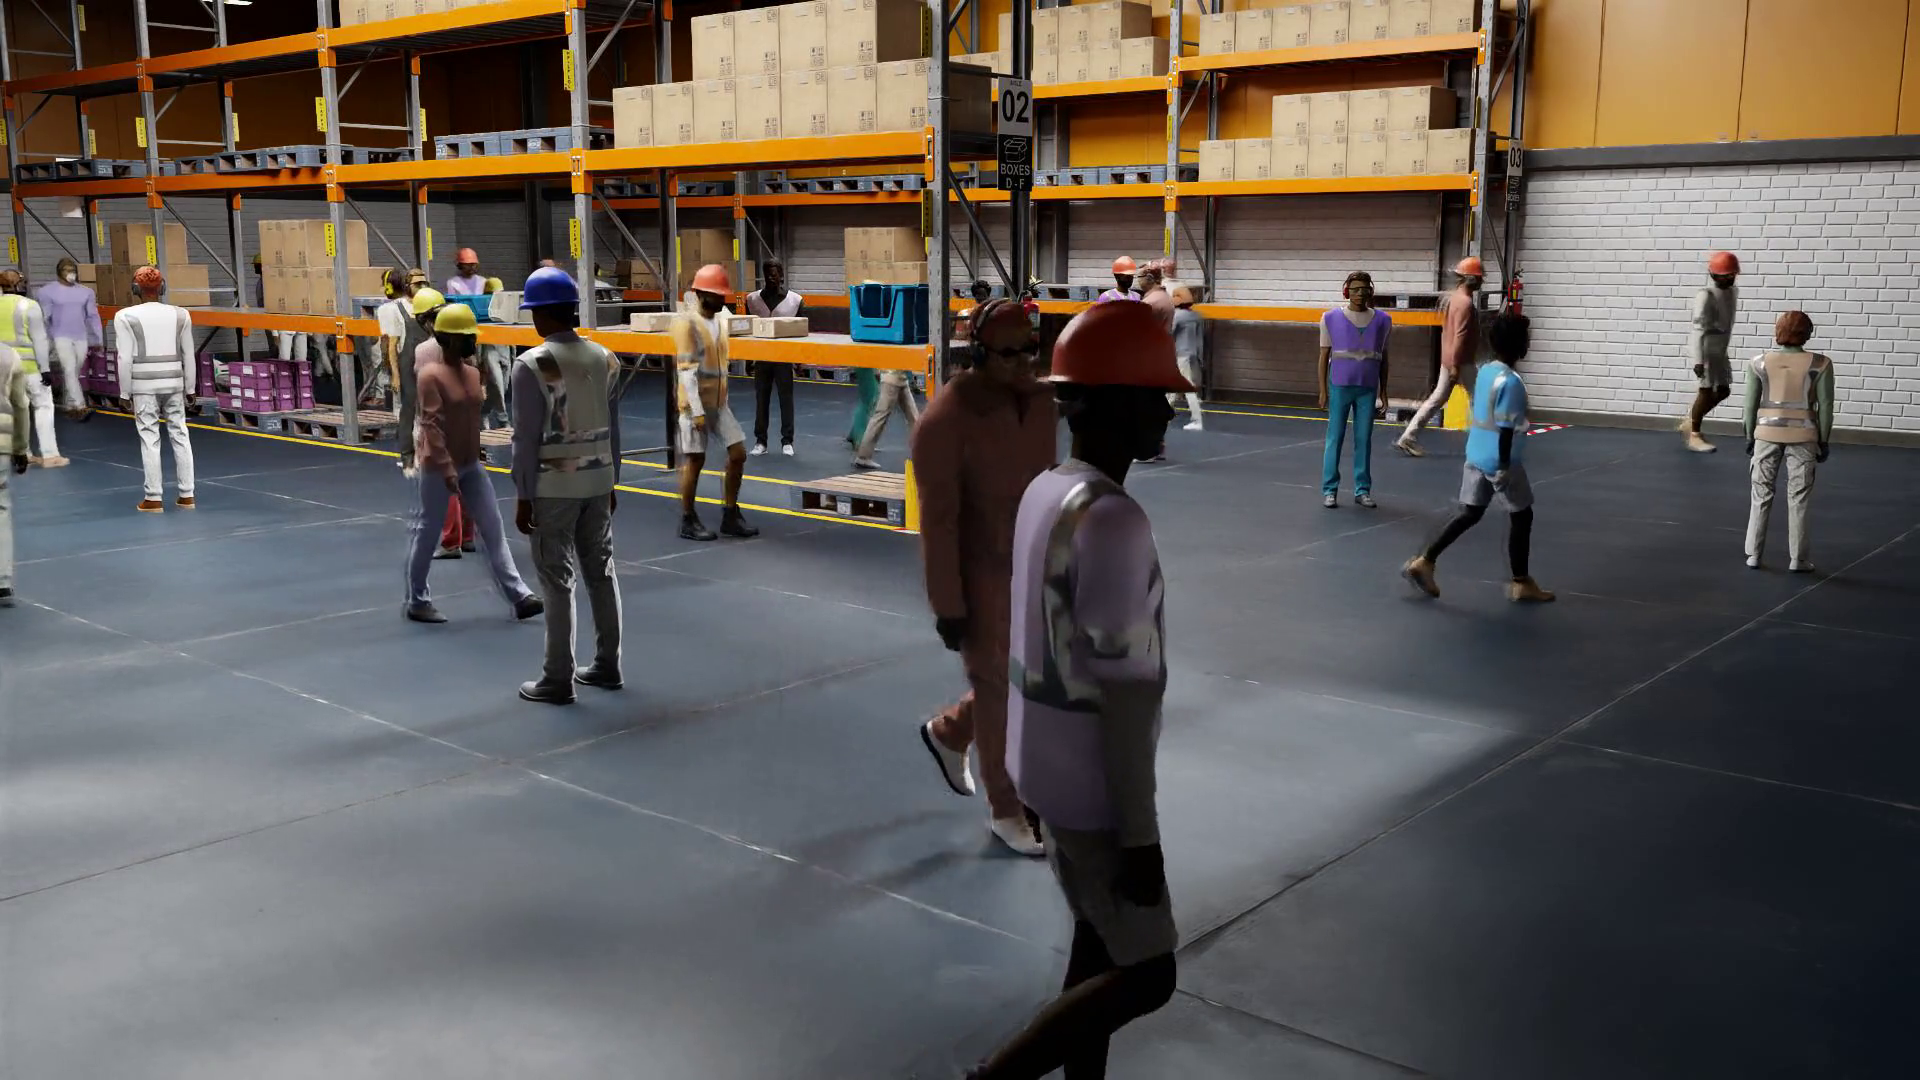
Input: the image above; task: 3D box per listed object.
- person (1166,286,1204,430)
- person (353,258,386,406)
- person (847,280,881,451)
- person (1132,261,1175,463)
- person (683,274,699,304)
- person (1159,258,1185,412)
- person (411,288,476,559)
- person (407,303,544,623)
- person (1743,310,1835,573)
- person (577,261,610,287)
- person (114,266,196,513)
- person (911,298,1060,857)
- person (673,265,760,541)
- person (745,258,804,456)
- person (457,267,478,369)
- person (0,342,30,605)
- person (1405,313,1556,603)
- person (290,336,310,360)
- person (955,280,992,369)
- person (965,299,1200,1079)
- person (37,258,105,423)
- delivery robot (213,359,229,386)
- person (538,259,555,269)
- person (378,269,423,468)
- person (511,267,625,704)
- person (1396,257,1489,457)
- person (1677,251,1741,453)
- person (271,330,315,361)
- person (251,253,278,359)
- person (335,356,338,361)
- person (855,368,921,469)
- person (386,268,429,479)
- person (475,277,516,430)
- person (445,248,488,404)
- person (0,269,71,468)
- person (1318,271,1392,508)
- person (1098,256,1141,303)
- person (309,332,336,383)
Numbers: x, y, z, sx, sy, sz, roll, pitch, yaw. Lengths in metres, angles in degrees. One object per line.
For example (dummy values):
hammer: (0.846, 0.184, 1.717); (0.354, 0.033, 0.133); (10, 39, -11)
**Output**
person: (2.452, -2.044, 18.703); (0.521, 1.586, 0.865); (-10, 14, -43)
person: (-7.635, -2.695, 21.414); (0.632, 1.940, 0.372); (9, 13, 41)
person: (-0.932, -1.721, 16.524); (0.342, 1.720, 0.616); (-1, 10, -8)
person: (1.788, -1.672, 15.724); (0.394, 1.898, 0.647); (4, 11, 22)
person: (-4.098, -3.316, 25.843); (0.276, 1.629, 0.497); (7, 12, 35)
person: (2.462, -2.436, 20.055); (0.652, 1.904, 0.403); (-10, 14, -44)
person: (-3.396, -0.753, 10.857); (0.329, 1.765, 0.526); (2, 10, 10)
person: (-2.634, -0.387, 8.886); (0.867, 1.726, 0.536); (4, 11, 23)
person: (5.167, -0.610, 10.404); (0.512, 1.637, 0.307); (7, 12, 35)
person: (-5.315, -3.144, 24.247); (0.526, 1.854, 0.634); (-5, 11, -27)
person: (-6.160, -1.149, 12.766); (0.343, 1.882, 0.585); (9, 13, 41)
person: (0.057, 0.118, 5.618); (0.636, 1.866, 0.703); (9, 13, 41)
person: (-1.681, -0.922, 11.415); (0.643, 1.902, 0.562); (6, 12, 32)
person: (-1.814, -1.780, 16.263); (0.587, 1.920, 0.390); (1, 10, 5)
person: (-7.949, -3.571, 26.822); (0.604, 1.787, 0.852); (-9, 13, -41)
person: (-5.633, -0.526, 9.494); (0.613, 1.784, 0.779); (-8, 13, -39)
person: (2.990, -0.463, 9.477); (0.799, 1.667, 0.528); (-1, 10, -4)
person: (-9.235, -2.971, 23.033); (0.420, 1.917, 0.557); (8, 13, 38)
person: (0.214, -1.835, 17.204); (0.536, 1.696, 0.322); (-1, 10, -8)
person: (0.214, 0.482, 3.367); (0.552, 1.923, 0.569); (-2, 10, -11)
person: (-10.284, -2.309, 19.336); (1.040, 1.887, 0.647); (8, 13, 37)
delivery robot: (-10.344, -2.320, 22.950); (0.707, 0.478, 0.477); (6, 11, 29)
person: (-5.330, -2.756, 21.962); (0.686, 1.878, 0.489); (-5, 11, -28)
person: (-4.999, -1.547, 15.165); (0.582, 1.841, 0.581); (7, 12, 33)
person: (-1.767, -0.244, 7.464); (0.413, 1.938, 0.611); (6, 12, 32)
person: (4.746, -1.740, 15.979); (1.053, 1.951, 0.624); (0, 10, 2)
person: (7.412, -1.846, 16.439); (0.667, 1.990, 0.698); (-6, 12, -32)
person: (-8.624, -2.683, 21.496); (0.356, 1.887, 0.573); (9, 14, 43)
person: (-11.792, -3.892, 28.262); (0.373, 1.928, 0.584); (-3, 11, -19)
person: (-10.983, -3.957, 29.526); (0.311, 1.615, 0.578); (-4, 11, -21)
person: (-0.562, -1.442, 15.278); (0.883, 1.589, 0.515); (0, 10, 0)
person: (-4.772, -1.463, 14.667); (0.341, 1.846, 0.511); (9, 14, 42)
person: (-5.112, -2.018, 18.198); (0.774, 1.719, 0.492); (8, 13, 39)
person: (-6.206, -2.697, 21.190); (0.624, 2.019, 0.634); (9, 14, 43)
person: (-8.631, -1.570, 15.321); (0.657, 1.833, 0.447); (3, 10, 16)
person: (3.077, -1.173, 13.012); (0.567, 1.846, 0.389); (-1, 10, -4)
person: (1.665, -1.921, 17.013); (0.545, 1.938, 0.361); (-8, 13, -37)
person: (-9.636, -3.248, 25.020); (0.856, 1.794, 0.593); (7, 12, 36)
